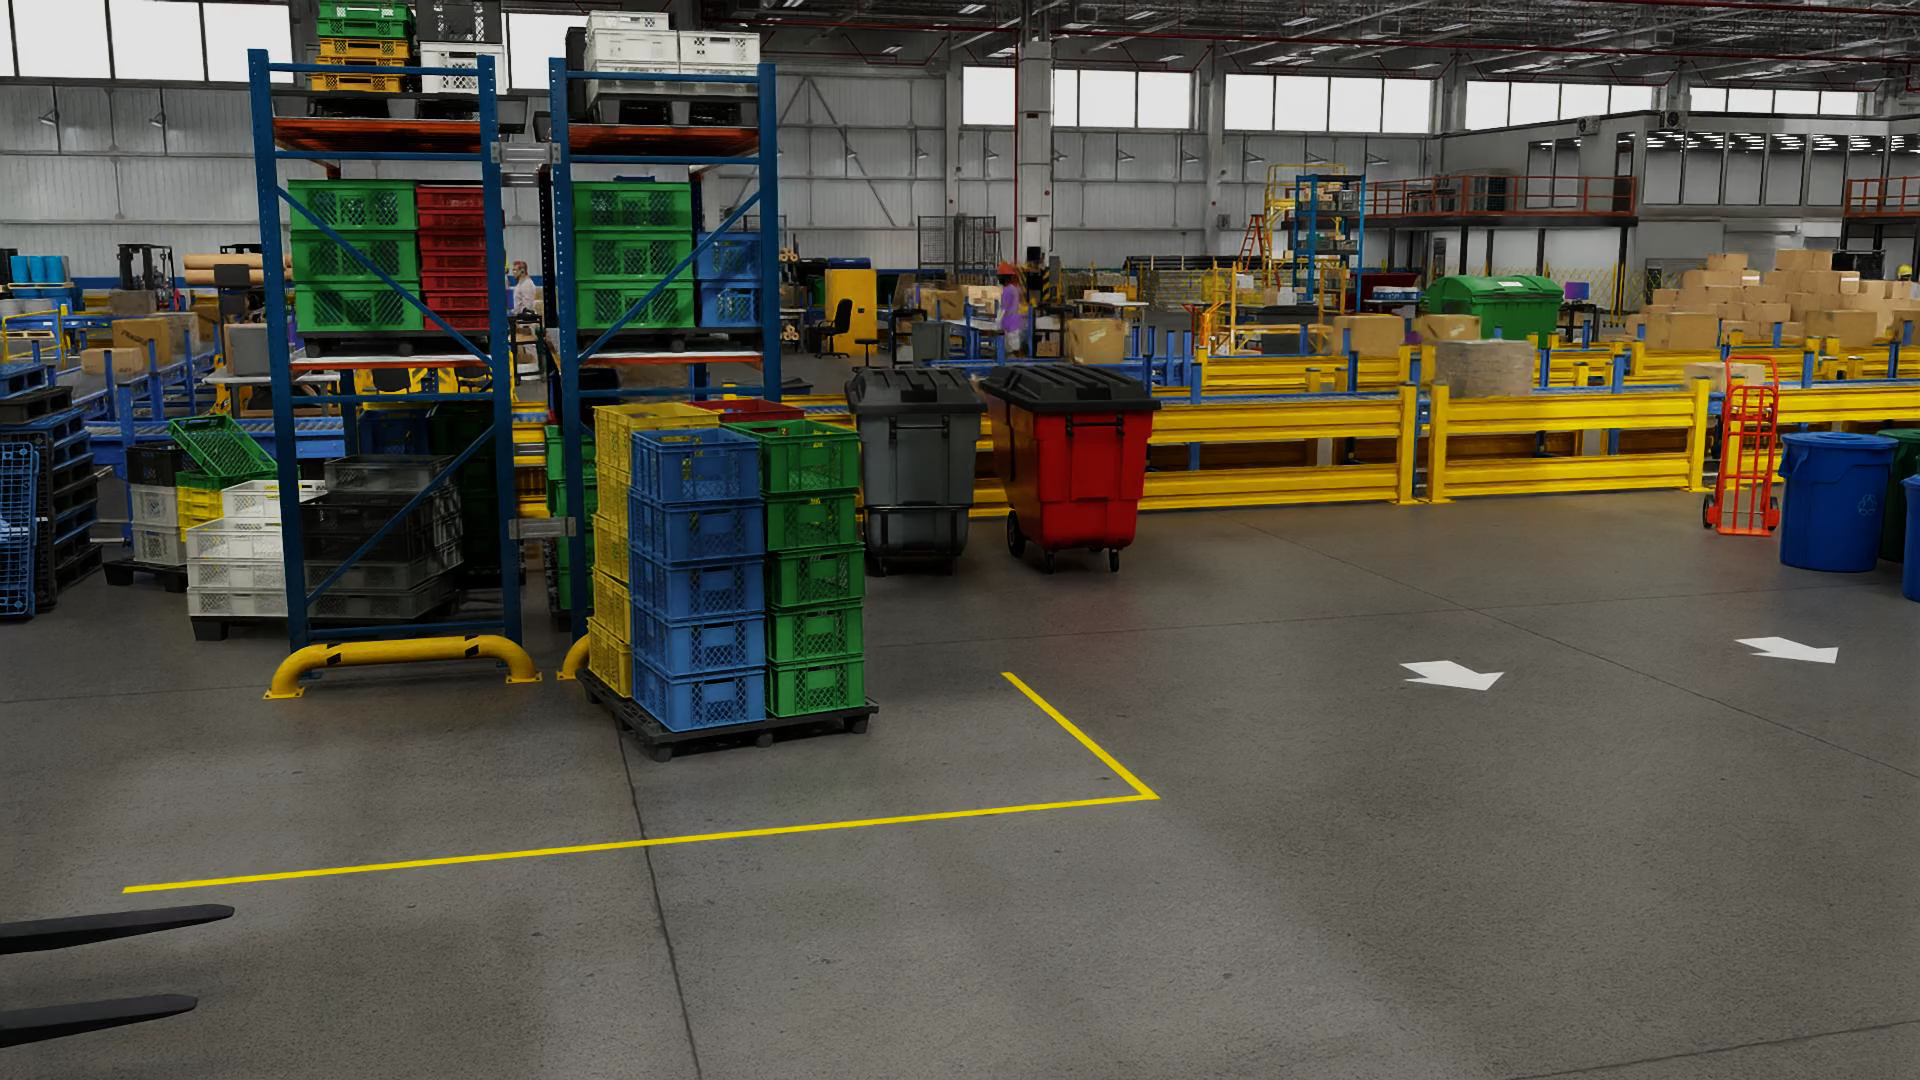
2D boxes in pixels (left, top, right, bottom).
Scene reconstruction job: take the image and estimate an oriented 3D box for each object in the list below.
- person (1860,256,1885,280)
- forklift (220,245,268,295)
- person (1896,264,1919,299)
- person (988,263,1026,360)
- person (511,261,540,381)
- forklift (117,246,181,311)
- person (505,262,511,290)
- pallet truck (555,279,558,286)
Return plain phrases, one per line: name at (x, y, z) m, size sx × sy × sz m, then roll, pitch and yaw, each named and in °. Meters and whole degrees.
person at (21.948, -5.889, 40.120) m, size 0.583 × 1.884 × 0.350 m, roll 6°, pitch 12°, yaw 31°
forklift at (-17.749, -6.334, 41.440) m, size 1.157 × 1.987 × 2.680 m, roll -3°, pitch 10°, yaw -17°
person at (15.639, -3.664, 27.655) m, size 0.591 × 1.837 × 0.403 m, roll 1°, pitch 10°, yaw 7°
person at (0.672, -3.147, 24.606) m, size 1.011 × 1.881 × 0.544 m, roll 1°, pitch 10°, yaw 4°
person at (-6.932, -3.478, 26.454) m, size 0.396 × 1.899 × 0.644 m, roll -3°, pitch 10°, yaw -16°
forklift at (-19.966, -6.232, 40.894) m, size 1.157 × 1.987 × 2.680 m, roll -3°, pitch 10°, yaw -15°
person at (-10.824, -5.723, 39.523) m, size 0.329 × 1.765 × 0.526 m, roll -7°, pitch 12°, yaw -34°
pallet truck at (-10.604, -6.375, 44.520) m, size 0.653 × 1.274 × 1.630 m, roll -3°, pitch 10°, yaw -15°
